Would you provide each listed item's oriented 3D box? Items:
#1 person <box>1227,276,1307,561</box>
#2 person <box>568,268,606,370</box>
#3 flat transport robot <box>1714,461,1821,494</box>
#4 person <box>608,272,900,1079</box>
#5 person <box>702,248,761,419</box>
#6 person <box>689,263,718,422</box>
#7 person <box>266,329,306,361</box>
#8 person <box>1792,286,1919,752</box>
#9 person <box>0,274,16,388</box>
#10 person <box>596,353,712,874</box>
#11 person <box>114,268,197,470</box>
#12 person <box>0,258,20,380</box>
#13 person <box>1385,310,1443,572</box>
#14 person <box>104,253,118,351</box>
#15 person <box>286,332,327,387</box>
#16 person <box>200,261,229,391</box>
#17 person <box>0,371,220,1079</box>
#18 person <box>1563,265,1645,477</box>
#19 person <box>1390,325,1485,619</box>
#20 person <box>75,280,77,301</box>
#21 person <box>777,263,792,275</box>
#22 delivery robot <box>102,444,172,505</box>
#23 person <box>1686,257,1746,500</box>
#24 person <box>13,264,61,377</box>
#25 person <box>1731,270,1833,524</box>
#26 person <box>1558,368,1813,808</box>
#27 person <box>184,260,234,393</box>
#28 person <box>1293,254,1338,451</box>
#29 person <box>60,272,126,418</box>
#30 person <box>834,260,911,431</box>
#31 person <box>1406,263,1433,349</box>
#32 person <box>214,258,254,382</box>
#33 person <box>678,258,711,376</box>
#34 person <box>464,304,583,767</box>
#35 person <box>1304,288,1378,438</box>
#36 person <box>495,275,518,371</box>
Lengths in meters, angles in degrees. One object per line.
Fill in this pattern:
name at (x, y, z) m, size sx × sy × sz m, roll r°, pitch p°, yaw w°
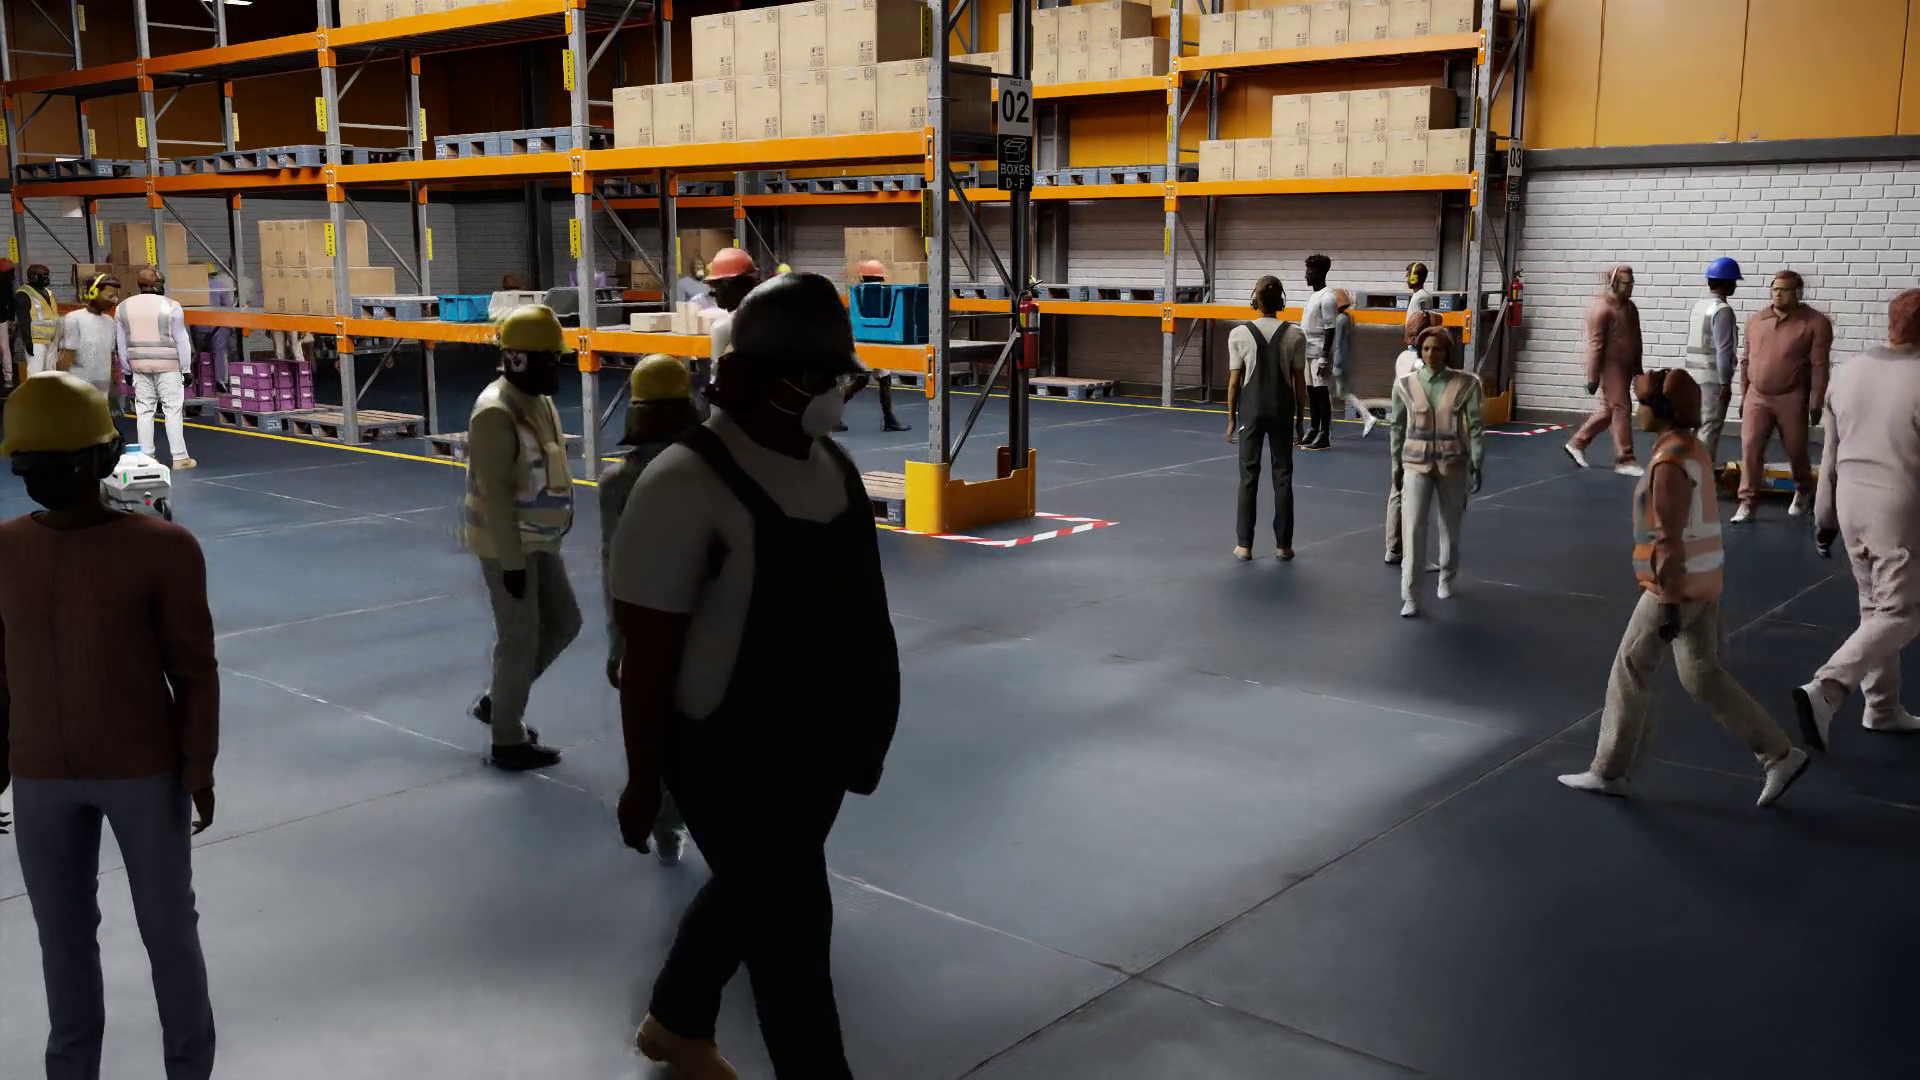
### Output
person at (1.981, -0.780, 10.779) m, size 0.505 × 1.846 × 0.346 m, roll 1°, pitch 10°, yaw 8°
person at (-6.189, -3.841, 27.682) m, size 0.608 × 2.033 × 0.410 m, roll -2°, pitch 10°, yaw -10°
flat transport robot at (6.886, -0.498, 13.650) m, size 1.431 × 0.197 × 0.652 m, roll 4°, pitch 11°, yaw 22°
person at (-0.444, 0.372, 3.664) m, size 1.014 × 2.000 × 0.689 m, roll 6°, pitch 12°, yaw 31°
person at (-1.169, -0.609, 9.286) m, size 0.570 × 2.025 × 0.624 m, roll 4°, pitch 11°, yaw 20°
person at (-2.593, -2.006, 17.700) m, size 0.599 × 1.873 × 0.974 m, roll -3°, pitch 10°, yaw -17°
person at (-9.102, -2.899, 22.440) m, size 0.611 × 1.986 × 0.393 m, roll 2°, pitch 10°, yaw 9°
person at (3.708, -0.076, 6.700) m, size 0.831 × 1.881 × 0.655 m, roll -3°, pitch 11°, yaw -18°
person at (-14.010, -3.190, 24.070) m, size 0.611 × 1.996 × 0.378 m, roll -3°, pitch 10°, yaw -18°
person at (-0.870, 0.278, 5.207) m, size 0.496 × 1.727 × 0.717 m, roll -2°, pitch 10°, yaw -12°
person at (-7.340, -1.557, 15.218) m, size 0.634 × 1.839 × 0.429 m, roll 0°, pitch 10°, yaw -1°
person at (-14.540, -3.391, 25.576) m, size 0.992 × 1.863 × 0.605 m, roll -9°, pitch 14°, yaw -43°
person at (2.876, -0.624, 10.479) m, size 0.310 × 1.637 × 0.522 m, roll -1°, pitch 10°, yaw -8°
person at (-12.522, -3.277, 24.672) m, size 0.938 × 1.950 × 0.665 m, roll -3°, pitch 10°, yaw -16°
person at (-9.577, -3.140, 24.083) m, size 0.962 × 1.882 × 0.543 m, roll 8°, pitch 13°, yaw 38°
person at (-10.665, -3.038, 23.672) m, size 0.404 × 1.833 × 0.590 m, roll 1°, pitch 10°, yaw 6°
person at (-1.901, 0.512, 3.650) m, size 0.533 × 1.766 × 0.317 m, roll -1°, pitch 10°, yaw -3°
person at (5.879, -1.535, 14.990) m, size 0.890 × 1.877 × 0.649 m, roll 9°, pitch 13°, yaw 42°
person at (2.678, -0.408, 9.351) m, size 0.521 × 1.603 × 0.831 m, roll 4°, pitch 11°, yaw 20°
person at (-13.453, -3.288, 25.809) m, size 0.887 × 1.577 × 0.590 m, roll 5°, pitch 11°, yaw 24°
person at (-2.504, -3.055, 23.867) m, size 0.632 × 1.796 × 0.432 m, roll -8°, pitch 13°, yaw -38°
delivery robot at (-6.159, -0.474, 12.423) m, size 0.477 × 0.478 × 0.707 m, roll -8°, pitch 13°, yaw -38°
person at (6.088, -1.301, 13.455) m, size 0.399 × 1.944 × 0.618 m, roll 0°, pitch 10°, yaw 1°
person at (-10.999, -2.380, 19.931) m, size 0.429 × 1.836 × 0.625 m, roll 1°, pitch 10°, yaw 7°
person at (6.136, -1.071, 12.384) m, size 0.927 × 1.874 × 0.653 m, roll -9°, pitch 14°, yaw -43°
person at (2.658, 0.184, 5.996) m, size 0.777 × 1.600 × 0.553 m, roll 6°, pitch 12°, yaw 32°
person at (-10.543, -2.979, 23.281) m, size 0.718 × 1.855 × 0.941 m, roll -5°, pitch 11°, yaw -27°
person at (3.572, -1.873, 16.656) m, size 0.364 × 1.965 × 0.610 m, roll -1°, pitch 10°, yaw -6°
person at (-6.566, -1.098, 12.605) m, size 0.420 × 1.837 × 0.606 m, roll 2°, pitch 10°, yaw 11°
person at (-1.054, -2.128, 18.305) m, size 0.932 × 1.907 × 0.553 m, roll -1°, pitch 10°, yaw -8°
person at (4.901, -2.032, 17.855) m, size 0.313 × 1.864 × 0.530 m, roll 5°, pitch 11°, yaw 28°
person at (-10.753, -3.257, 24.673) m, size 0.443 × 1.915 × 0.658 m, roll 6°, pitch 12°, yaw 32°
person at (-3.816, -3.121, 24.014) m, size 0.646 × 1.893 × 1.031 m, roll -5°, pitch 11°, yaw -25°
person at (-1.679, -0.005, 6.471) m, size 0.452 × 1.809 × 0.653 m, roll 0°, pitch 10°, yaw 2°
person at (4.056, -1.854, 17.565) m, size 0.686 × 1.605 × 0.487 m, roll 6°, pitch 12°, yaw 33°
person at (-7.275, -3.524, 27.136) m, size 0.868 × 1.589 × 0.521 m, roll 8°, pitch 13°, yaw 40°
